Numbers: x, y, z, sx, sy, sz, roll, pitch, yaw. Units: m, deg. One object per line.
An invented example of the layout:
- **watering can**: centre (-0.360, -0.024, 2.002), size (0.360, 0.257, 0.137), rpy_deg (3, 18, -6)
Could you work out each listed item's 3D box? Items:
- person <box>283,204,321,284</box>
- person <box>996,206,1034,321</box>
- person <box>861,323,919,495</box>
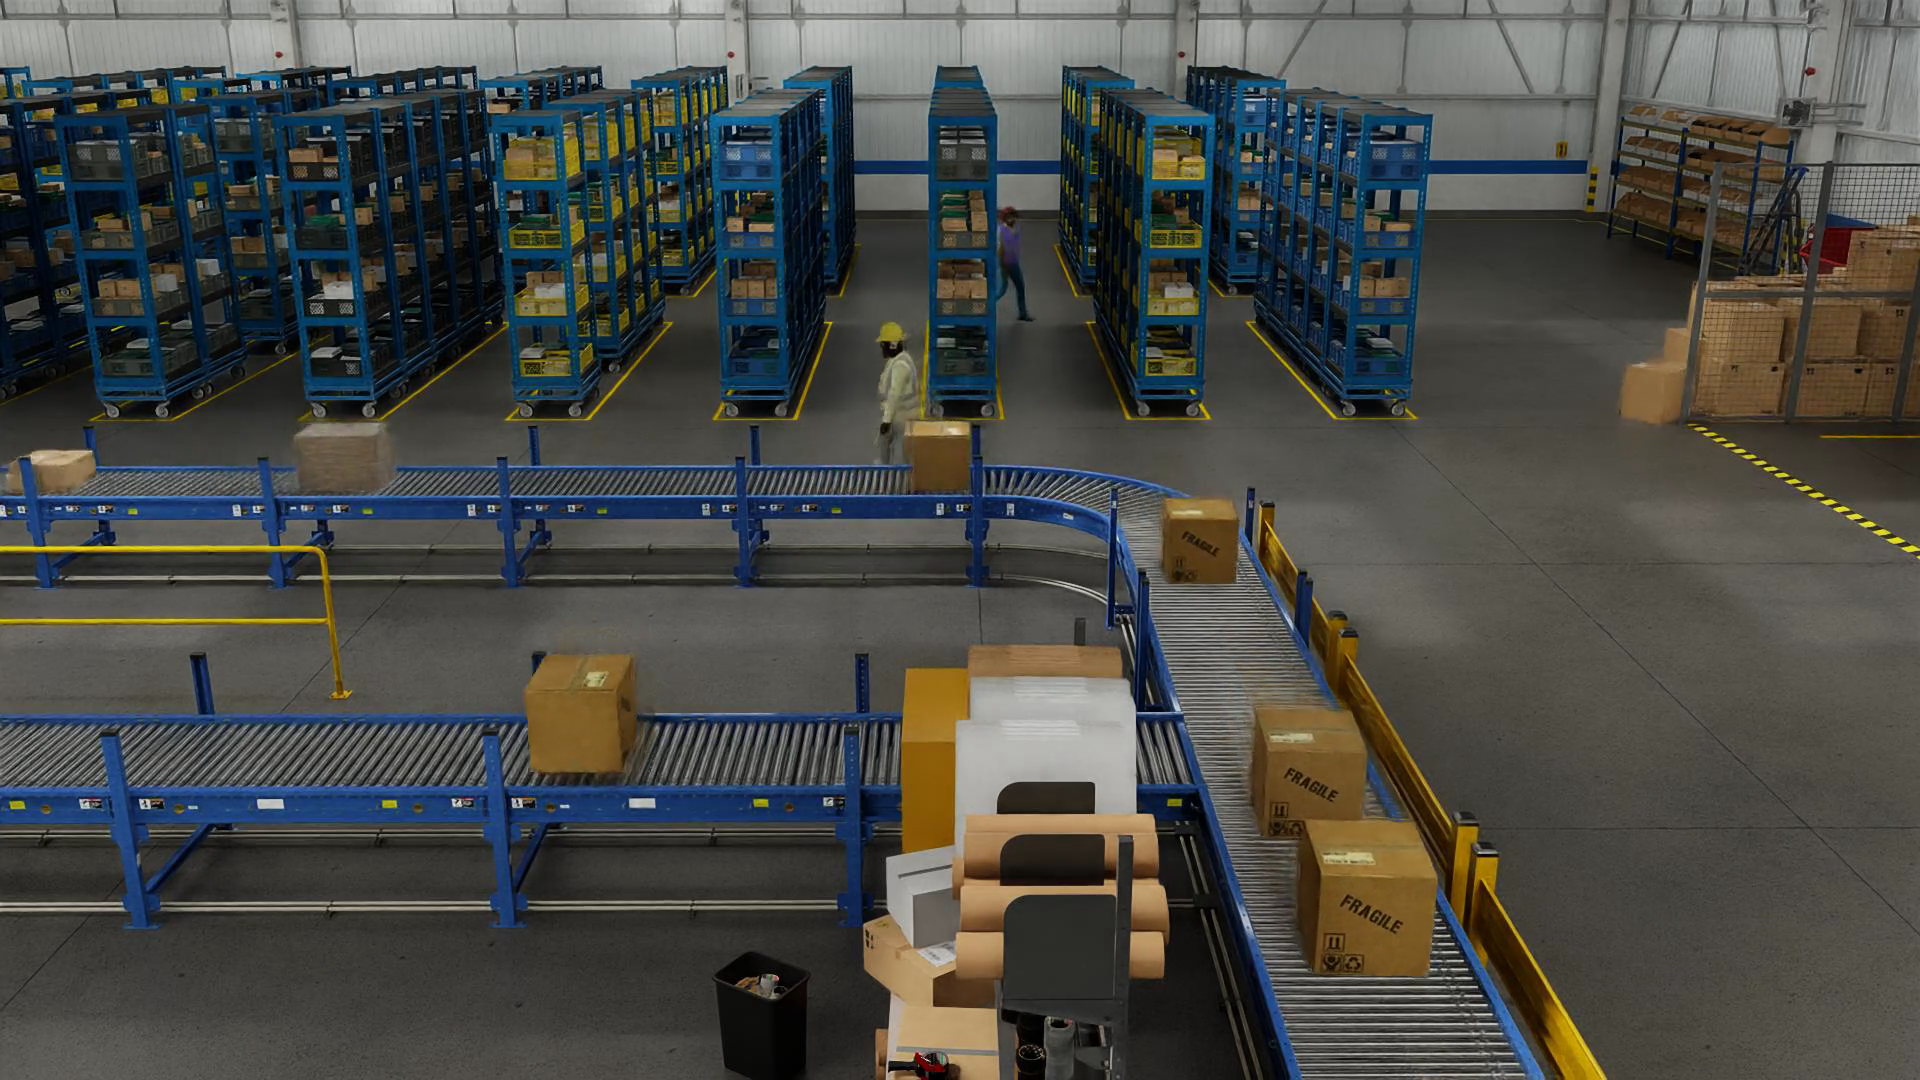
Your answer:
- **person**: centre (-11.091, -5.063, 28.009), size (0.396, 1.992, 0.623), rpy_deg (12, 22, 33)
- **person**: centre (0.730, -4.326, 26.029), size (0.762, 1.813, 0.578), rpy_deg (14, 23, 37)
- **person**: centre (-0.716, -1.264, 16.626), size (0.764, 1.799, 0.596), rpy_deg (-3, 18, -10)
